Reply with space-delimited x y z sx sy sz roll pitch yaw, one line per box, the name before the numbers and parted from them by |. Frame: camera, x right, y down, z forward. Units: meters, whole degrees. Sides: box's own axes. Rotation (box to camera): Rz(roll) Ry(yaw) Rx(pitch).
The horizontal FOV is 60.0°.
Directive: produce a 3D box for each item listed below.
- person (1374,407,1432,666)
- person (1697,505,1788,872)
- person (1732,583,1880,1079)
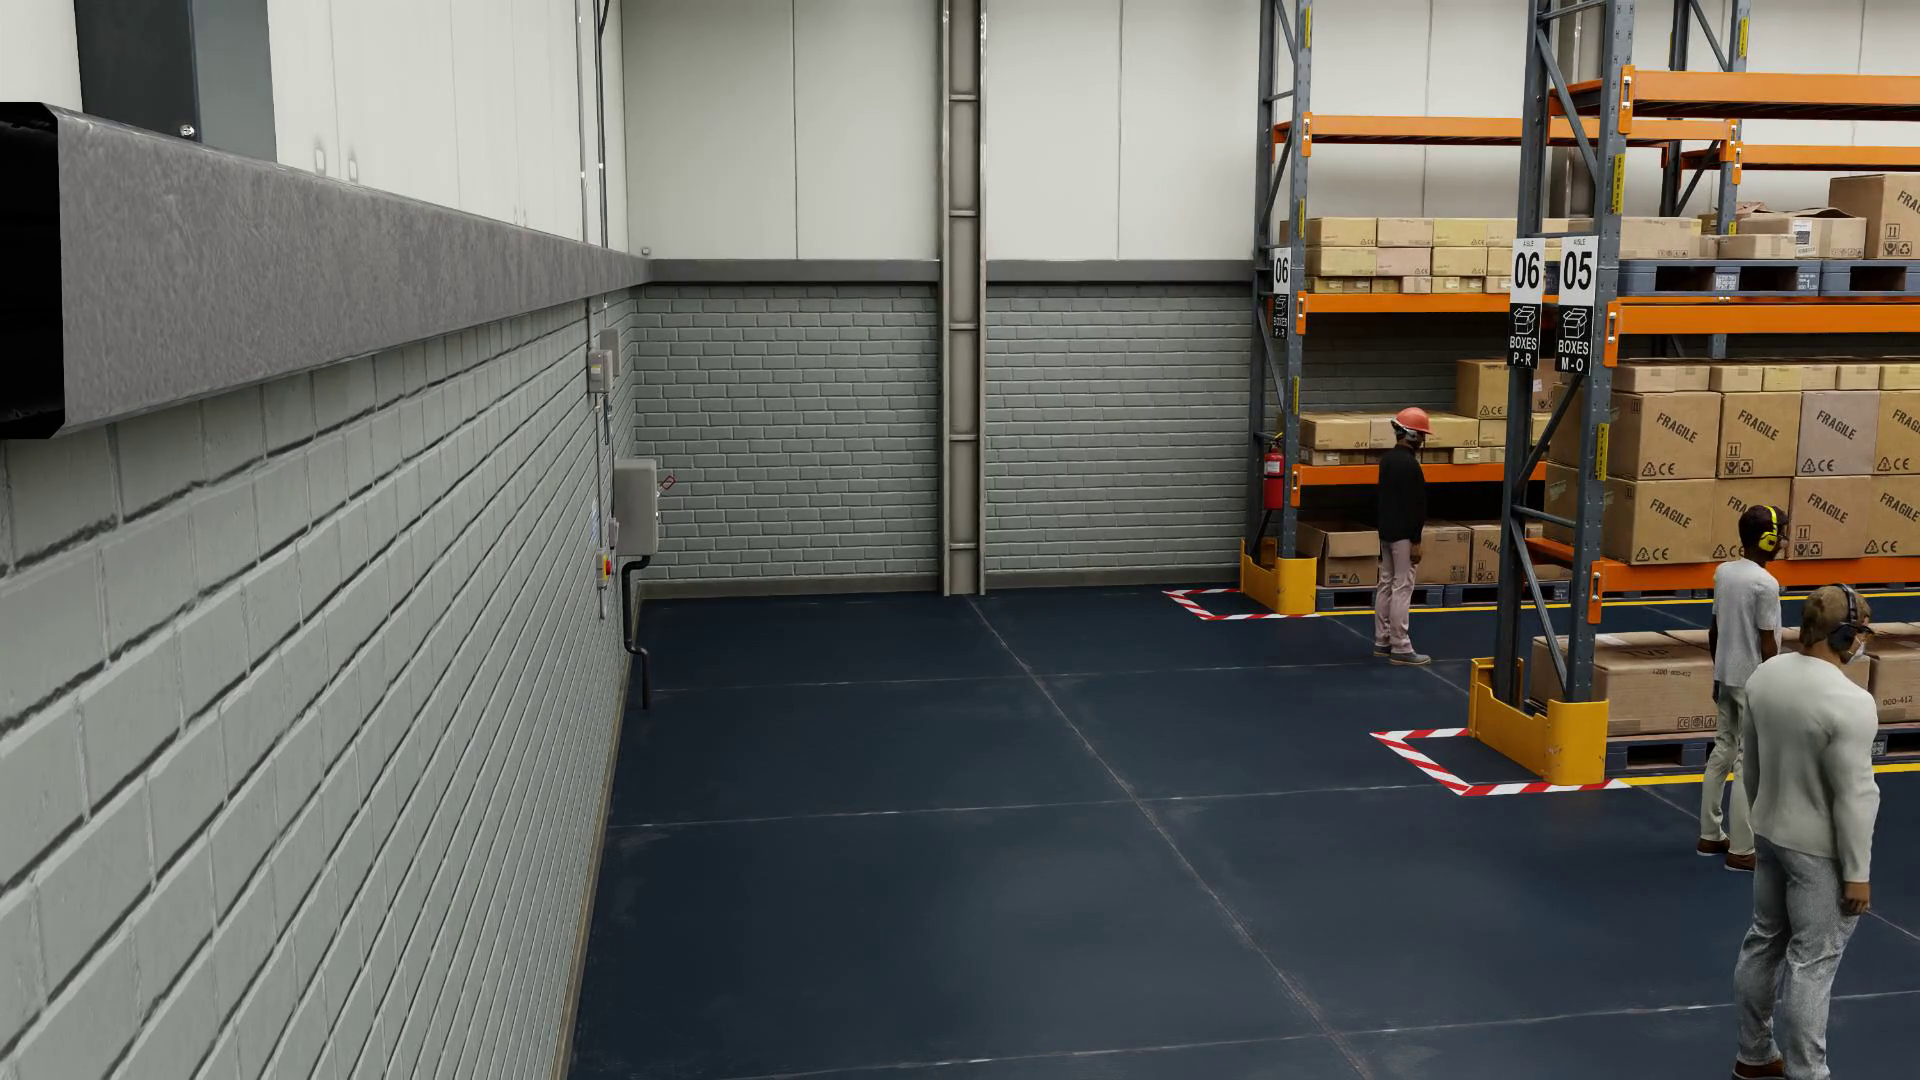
person | 3.428 -0.031 12.855 0.388 1.987 0.608 -1 9 -9
person | 4.001 0.746 8.442 0.329 1.865 0.510 -1 9 -9
person | 3.056 1.108 5.991 0.373 1.935 0.628 -1 9 -9
